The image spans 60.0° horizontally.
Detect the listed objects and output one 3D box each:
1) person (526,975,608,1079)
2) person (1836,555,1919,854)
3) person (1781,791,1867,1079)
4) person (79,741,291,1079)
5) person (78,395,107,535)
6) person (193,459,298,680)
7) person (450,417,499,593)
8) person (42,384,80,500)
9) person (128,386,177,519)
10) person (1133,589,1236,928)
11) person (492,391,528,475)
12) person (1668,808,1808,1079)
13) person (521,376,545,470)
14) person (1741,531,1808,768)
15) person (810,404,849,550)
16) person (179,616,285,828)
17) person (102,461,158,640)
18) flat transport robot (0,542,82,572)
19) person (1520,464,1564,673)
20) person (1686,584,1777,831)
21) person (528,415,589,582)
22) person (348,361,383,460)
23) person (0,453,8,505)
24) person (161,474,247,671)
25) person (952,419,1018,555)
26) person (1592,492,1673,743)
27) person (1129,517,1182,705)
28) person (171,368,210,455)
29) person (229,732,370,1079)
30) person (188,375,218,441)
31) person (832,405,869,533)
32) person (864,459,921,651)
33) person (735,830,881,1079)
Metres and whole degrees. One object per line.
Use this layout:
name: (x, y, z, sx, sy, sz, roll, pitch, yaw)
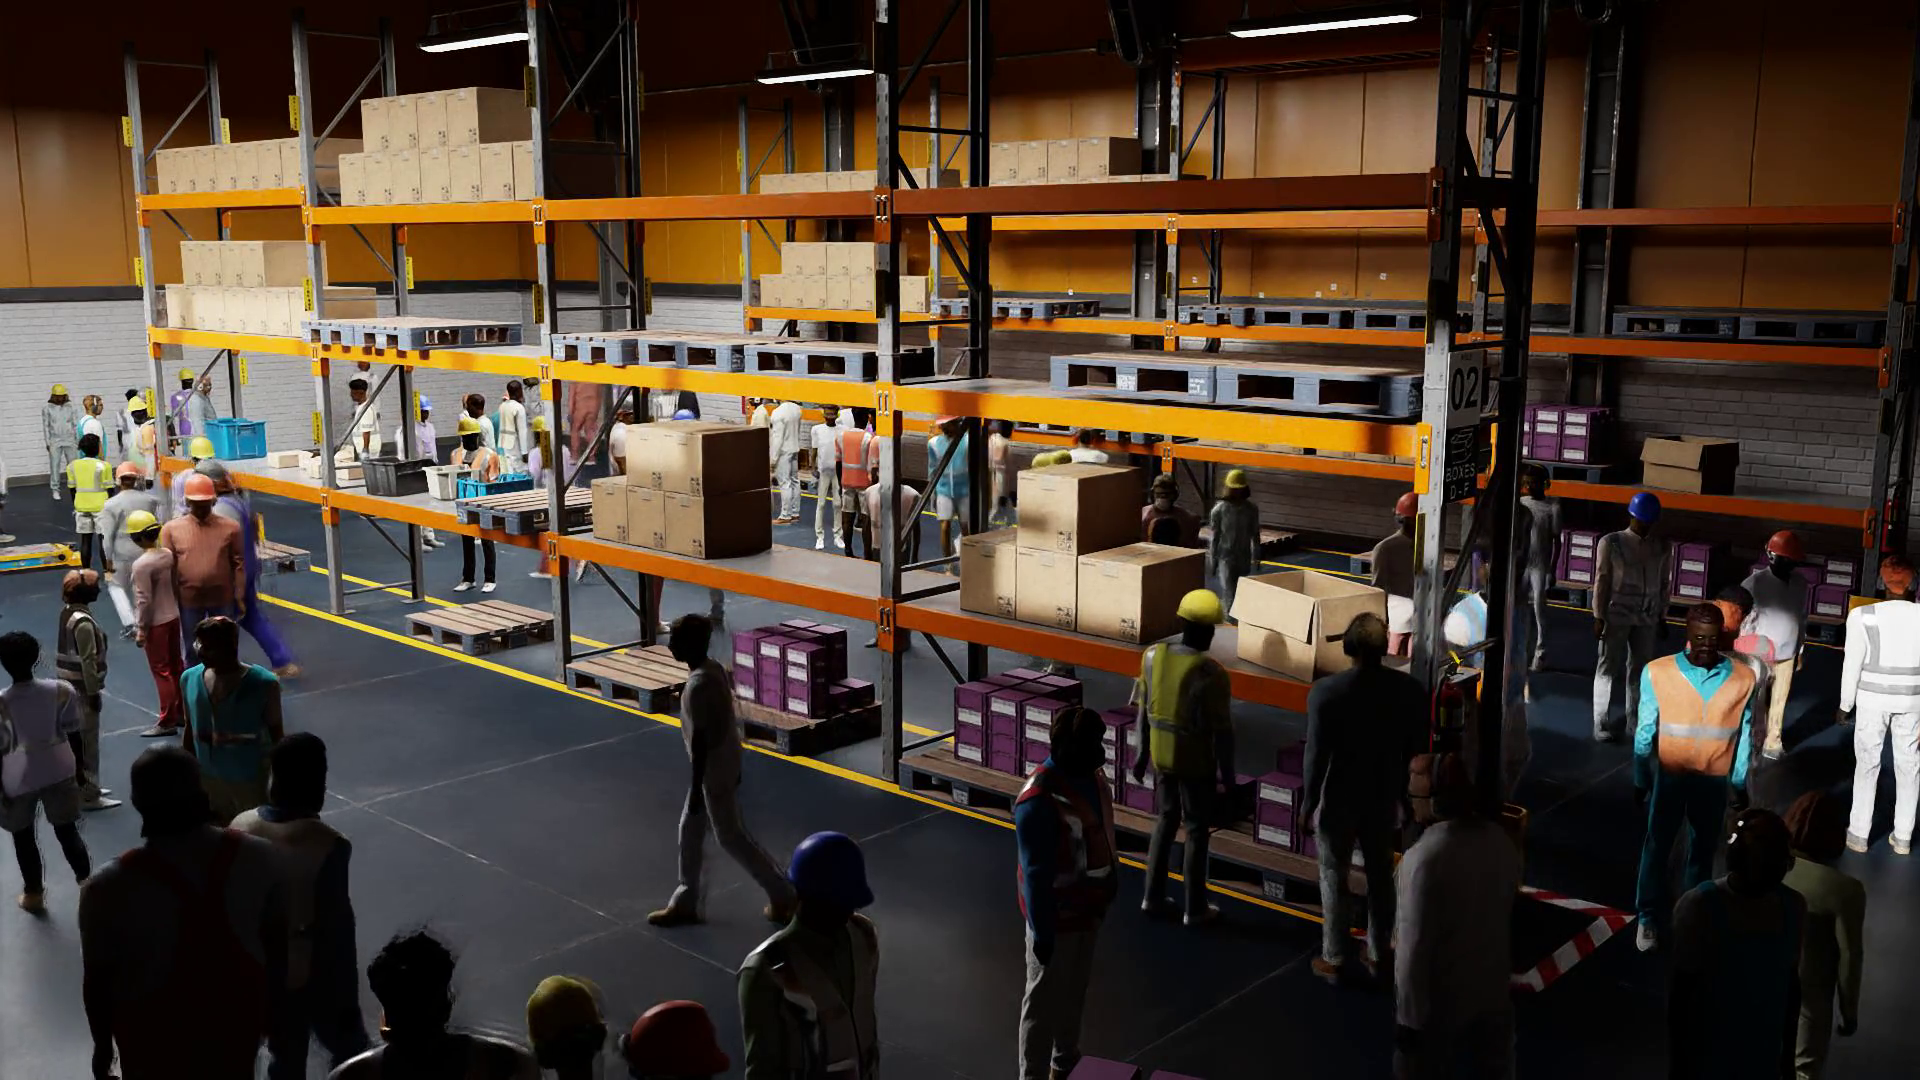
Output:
person: (-1.000, 2.089, 4.761, 0.682, 1.726, 0.402, -3, 11, -18)
person: (5.776, 1.022, 10.349, 0.573, 1.886, 0.353, 2, 10, 12)
person: (3.352, 1.804, 6.692, 0.314, 1.622, 0.514, -6, 12, -33)
person: (-2.822, 1.704, 6.056, 0.538, 2.000, 0.692, 10, 14, 44)
person: (-11.353, -0.987, 21.840, 0.502, 1.840, 0.346, 9, 13, 41)
person: (-6.232, 0.261, 14.213, 0.973, 2.000, 0.684, -1, 10, -5)
person: (-5.310, -0.382, 18.174, 0.588, 1.927, 0.369, 2, 10, 13)
person: (-13.427, -1.473, 24.894, 0.488, 1.736, 0.340, -8, 13, -37)
person: (-10.160, -0.927, 20.933, 0.688, 2.000, 0.536, 10, 14, 43)
person: (1.241, 1.206, 9.221, 0.398, 1.923, 0.640, -9, 14, -43)
person: (-6.402, -1.280, 23.787, 0.576, 1.737, 0.355, 5, 11, 25)
person: (2.759, 1.829, 5.945, 0.504, 1.838, 0.338, -2, 10, -10)
person: (-7.205, -2.027, 28.028, 0.489, 1.733, 0.317, 4, 11, 24)
person: (5.913, 0.788, 12.075, 0.564, 1.743, 0.342, -3, 11, -17)
person: (-1.612, -0.812, 20.786, 0.519, 1.865, 0.326, -3, 10, -16)
person: (-3.886, 1.297, 8.931, 0.570, 1.836, 0.383, 2, 10, 9)
person: (-7.972, 0.107, 15.969, 0.369, 1.727, 0.567, 6, 12, 32)
flat transport robot: (-11.043, 0.224, 19.425, 1.431, 0.197, 0.652, -8, 13, -39)
person: (5.084, 0.248, 14.794, 0.329, 1.865, 0.507, -7, 12, -35)
person: (4.810, 1.089, 10.554, 0.556, 1.668, 0.677, 2, 10, 9)
person: (-4.544, -0.452, 18.698, 0.835, 1.892, 0.609, 5, 11, 26)
person: (-10.380, -2.285, 29.104, 0.594, 1.859, 0.663, 1, 10, 4)
person: (-11.362, -0.550, 19.233, 0.403, 1.894, 0.655, 6, 12, 30)
person: (-5.986, 0.463, 13.206, 0.608, 1.995, 0.380, -5, 11, -28)
person: (0.373, -0.639, 19.767, 0.878, 1.883, 0.591, 0, 10, 0)
person: (5.118, 0.585, 12.673, 0.603, 1.938, 0.402, -1, 10, -5)
person: (1.442, 0.731, 12.177, 0.429, 1.829, 0.636, -7, 12, -34)
person: (-11.743, -1.661, 25.432, 0.393, 1.918, 0.589, 9, 13, 40)
person: (-2.569, 1.694, 6.520, 0.627, 1.902, 0.466, 4, 11, 22)
person: (-11.127, -1.488, 24.528, 0.400, 1.894, 0.652, -4, 11, -20)
person: (-1.481, -1.070, 21.953, 0.613, 1.962, 0.362, -6, 12, -31)
person: (-0.633, 0.115, 15.603, 0.570, 1.840, 0.373, 5, 11, 26)
person: (-0.453, 1.870, 5.395, 0.394, 1.943, 0.602, 7, 12, 34)
